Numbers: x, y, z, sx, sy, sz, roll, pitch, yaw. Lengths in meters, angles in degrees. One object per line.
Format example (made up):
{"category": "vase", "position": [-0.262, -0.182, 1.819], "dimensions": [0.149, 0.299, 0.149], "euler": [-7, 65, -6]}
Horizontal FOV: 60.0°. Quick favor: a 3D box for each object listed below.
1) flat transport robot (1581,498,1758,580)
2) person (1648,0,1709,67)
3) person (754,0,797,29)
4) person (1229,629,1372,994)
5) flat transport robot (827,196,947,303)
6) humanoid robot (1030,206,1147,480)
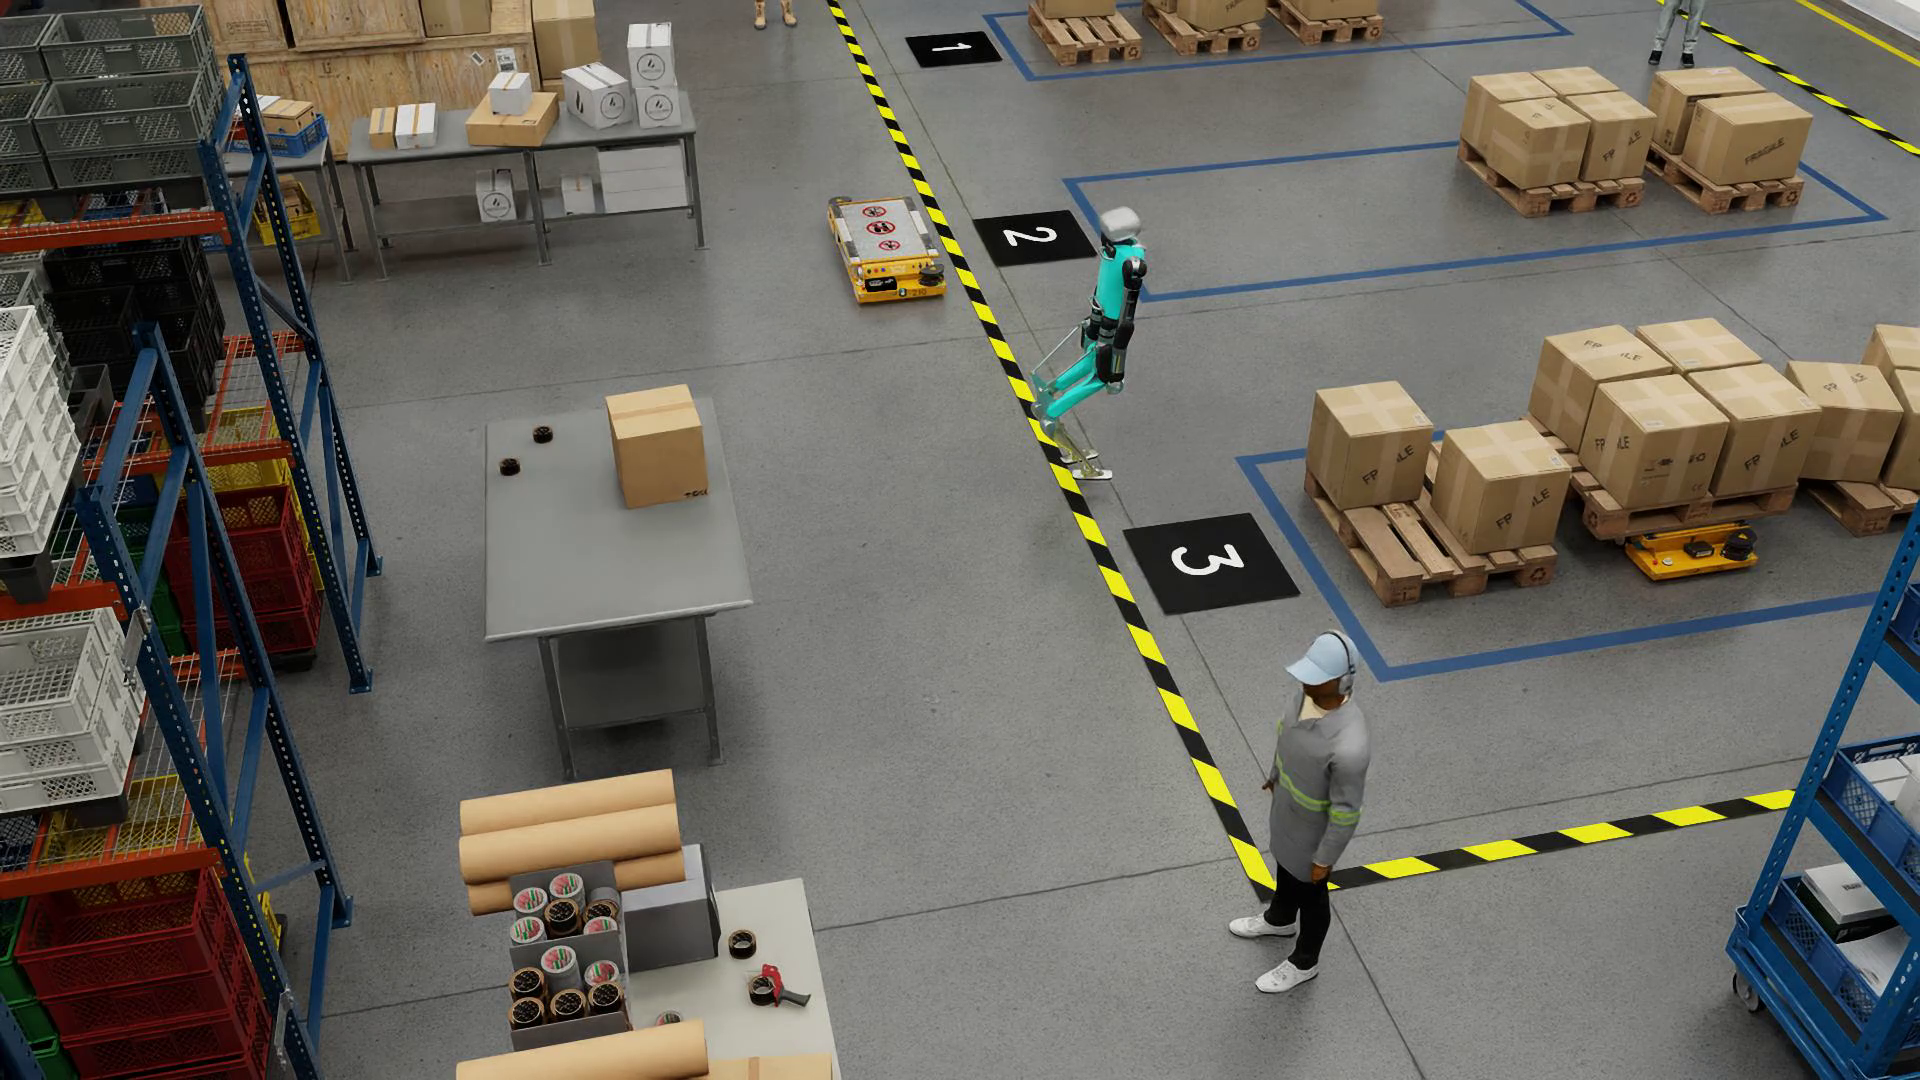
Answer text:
{"category": "flat transport robot", "position": [4.062, -0.294, 9.926], "dimensions": [0.652, 0.197, 1.431], "euler": [-8, 37, -10]}
{"category": "person", "position": [6.809, -5.303, 15.368], "dimensions": [0.589, 1.835, 0.404], "euler": [10, 38, 13]}
{"category": "person", "position": [-1.844, -6.014, 16.149], "dimensions": [0.606, 2.047, 0.366], "euler": [-8, 37, -10]}
{"category": "person", "position": [1.390, 1.096, 6.754], "dimensions": [0.361, 1.852, 0.596], "euler": [-7, 37, -10]}
{"category": "flat transport robot", "position": [-0.570, -2.220, 12.538], "dimensions": [0.659, 0.231, 1.431], "euler": [-8, 37, -10]}
{"category": "humanoid robot", "position": [0.681, -1.110, 9.699], "dimensions": [0.735, 1.681, 0.533], "euler": [-7, 37, -10]}
